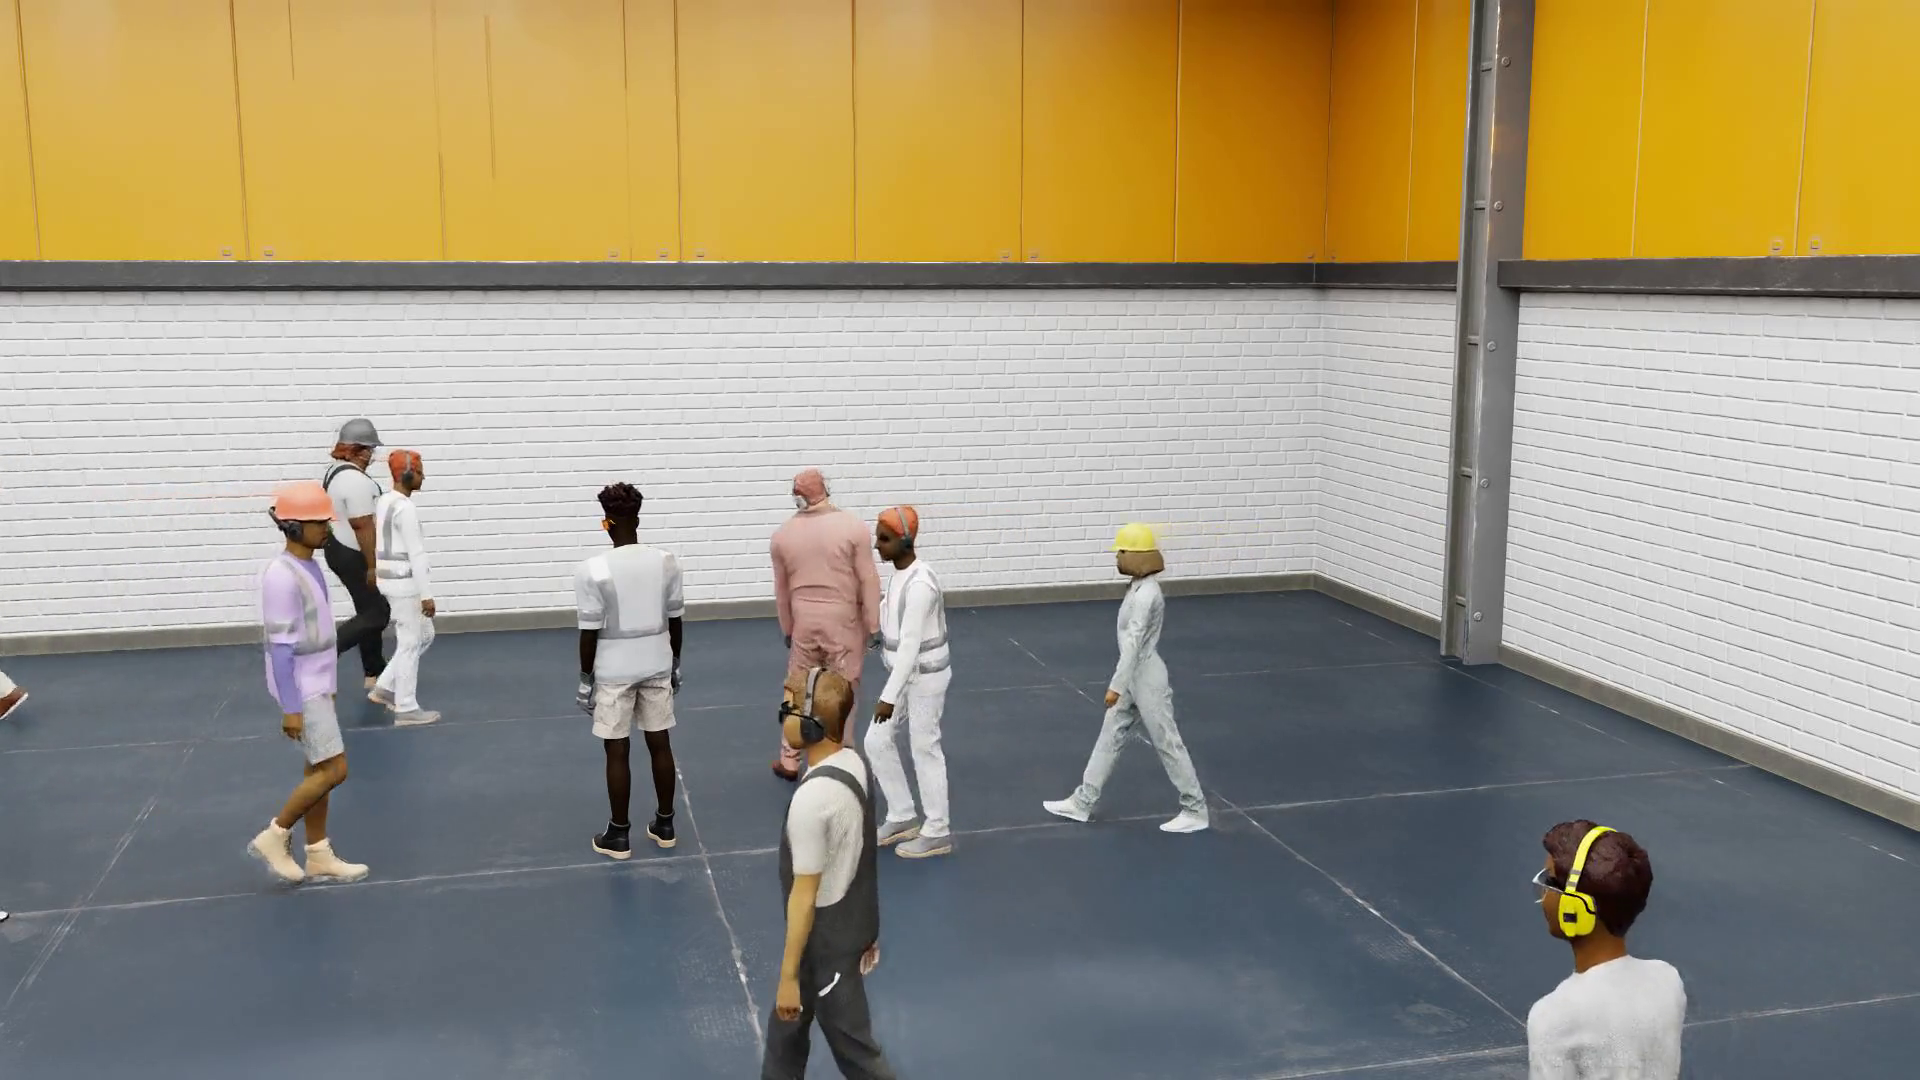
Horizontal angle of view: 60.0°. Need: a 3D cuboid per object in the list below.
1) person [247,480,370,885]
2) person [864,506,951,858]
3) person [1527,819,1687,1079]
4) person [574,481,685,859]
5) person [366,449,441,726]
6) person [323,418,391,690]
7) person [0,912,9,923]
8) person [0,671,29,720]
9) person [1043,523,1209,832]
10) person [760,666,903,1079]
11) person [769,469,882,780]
[{"bbox_3d":[-3.190,0.740,8.151,0.448,1.992,0.628,-1,9,-8],"label":"person"},{"bbox_3d":[-0.280,0.743,8.542,0.561,1.857,0.584,-3,10,-20],"label":"person"},{"bbox_3d":[1.344,1.524,3.677,0.558,1.856,0.386,-6,11,-34],"label":"person"},{"bbox_3d":[-1.717,0.672,8.662,0.604,1.964,0.367,-7,11,-36],"label":"person"},{"bbox_3d":[-3.700,0.322,11.159,0.408,1.873,0.578,-5,10,-27],"label":"person"},{"bbox_3d":[-4.345,0.122,11.858,0.730,2.000,0.695,-5,10,-29],"label":"person"},{"bbox_3d":[-4.899,0.959,7.626,0.904,1.714,0.539,0,9,-3],"label":"person"},{"bbox_3d":[-6.769,0.365,11.013,0.927,1.834,0.528,-4,10,-22],"label":"person"},{"bbox_3d":[0.937,0.750,9.014,0.903,1.695,0.491,0,9,-1],"label":"person"},{"bbox_3d":[-0.398,1.288,5.344,0.940,1.806,0.519,2,9,11],"label":"person"},{"bbox_3d":[-0.807,0.524,9.909,0.738,1.870,0.426,4,10,24],"label":"person"}]
